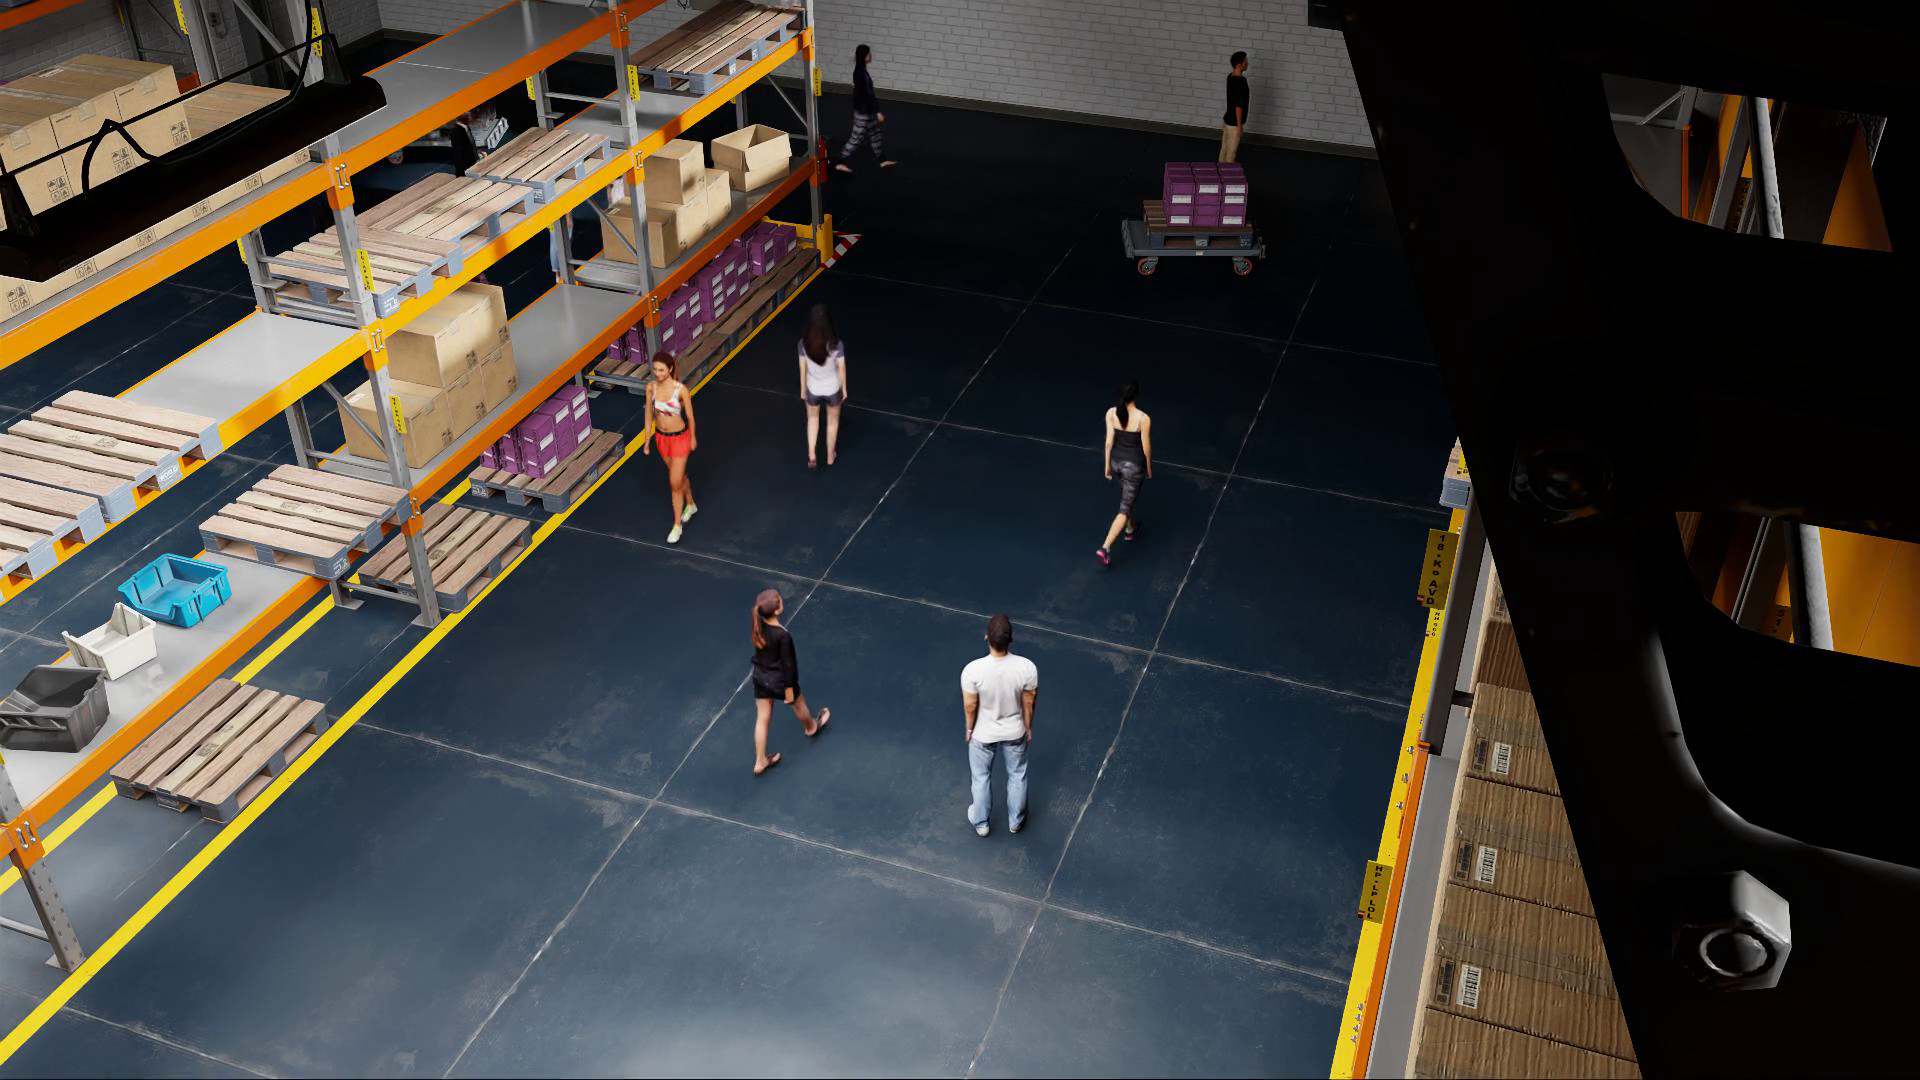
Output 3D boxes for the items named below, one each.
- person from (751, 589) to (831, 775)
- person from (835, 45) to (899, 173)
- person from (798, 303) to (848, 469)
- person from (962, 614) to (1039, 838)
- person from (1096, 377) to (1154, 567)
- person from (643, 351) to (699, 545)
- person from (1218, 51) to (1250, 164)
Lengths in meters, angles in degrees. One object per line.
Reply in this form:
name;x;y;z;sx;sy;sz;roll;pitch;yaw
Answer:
person;-1.409;1.054;12.161;0.735;1.524;1.057;21;39;28
person;-1.370;-5.699;22.170;1.075;1.690;1.125;-8;35;-12
person;-1.306;-1.389;15.685;0.709;1.691;0.861;3;34;4
person;0.270;1.288;11.498;0.756;1.867;0.735;-4;34;-6
person;1.422;-0.571;14.451;0.743;1.695;1.170;20;38;27
person;-2.536;-0.928;14.921;0.561;1.768;0.876;12;35;17
person;3.546;-5.427;21.608;0.773;1.859;0.630;-3;34;-5
